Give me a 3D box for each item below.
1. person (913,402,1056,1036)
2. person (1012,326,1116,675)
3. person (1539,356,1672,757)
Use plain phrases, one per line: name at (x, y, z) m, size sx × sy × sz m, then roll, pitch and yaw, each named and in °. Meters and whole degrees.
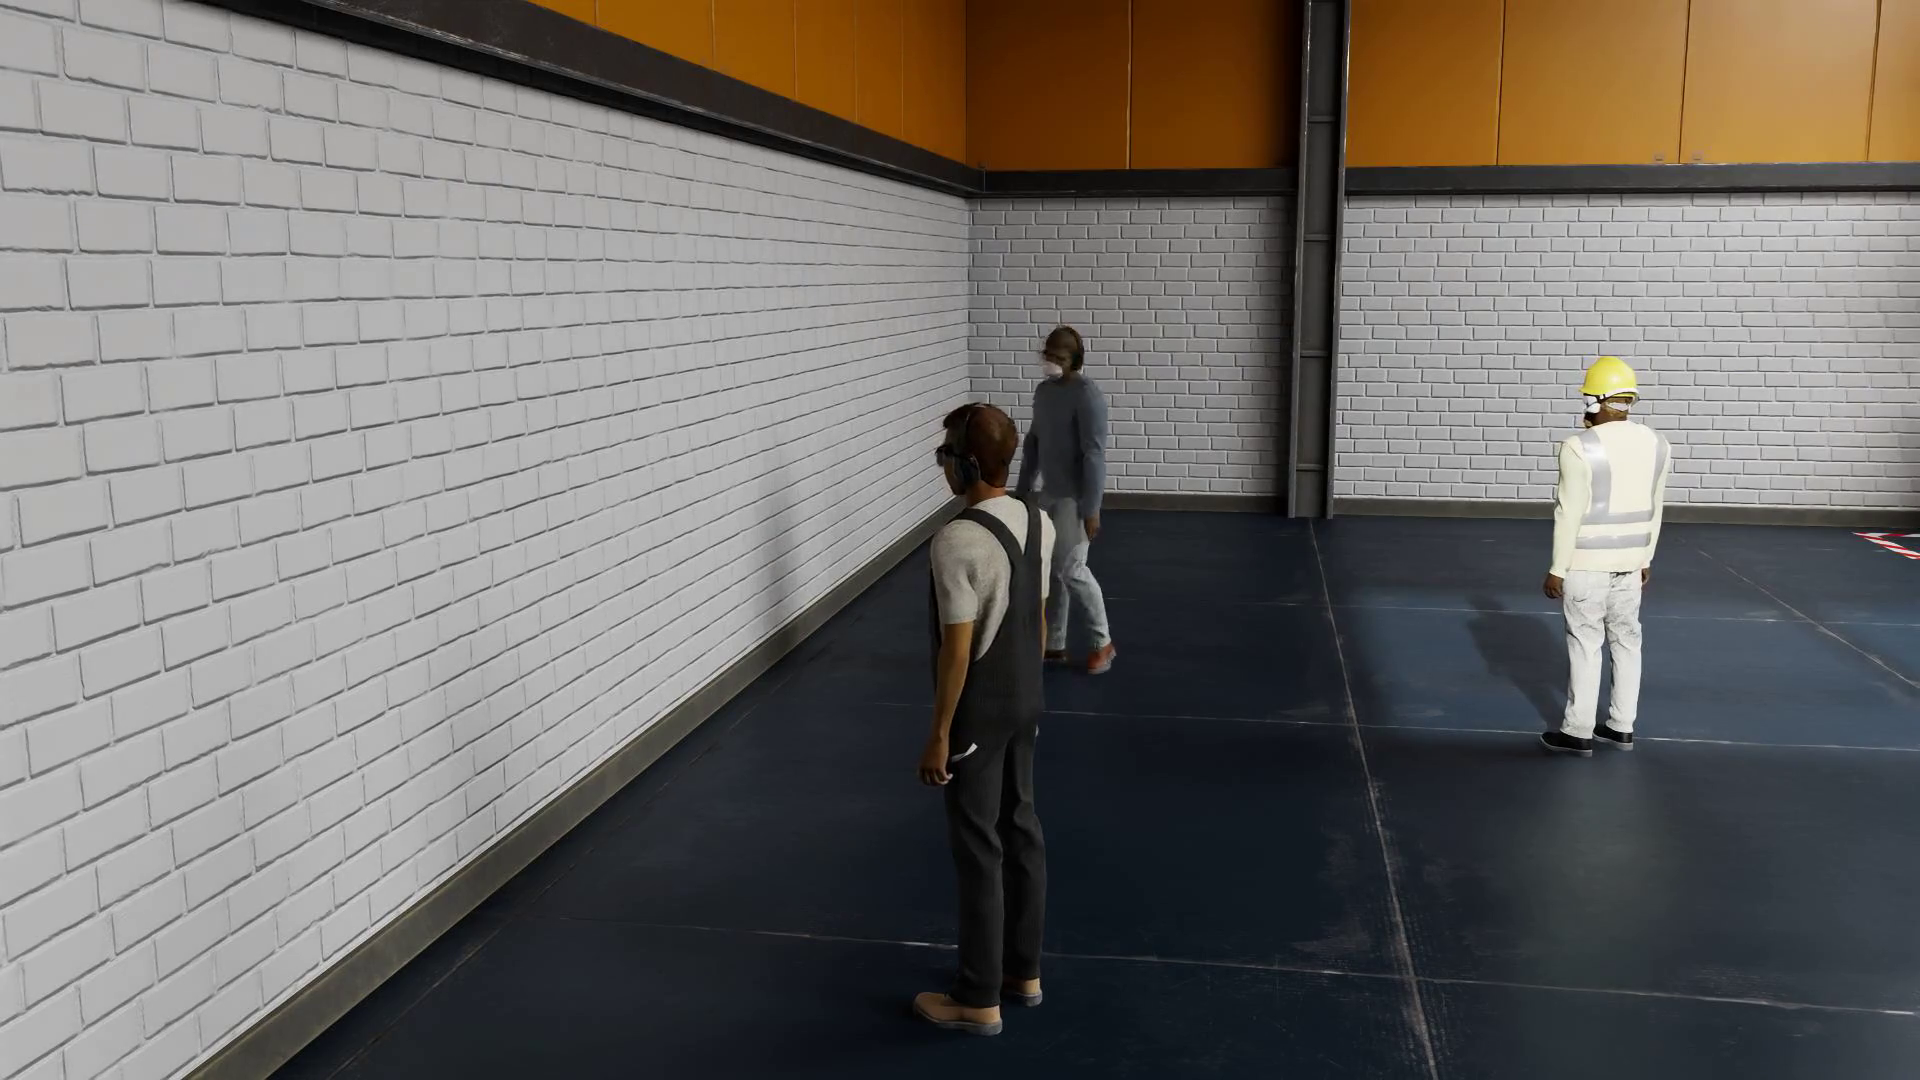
person at (0.076, 0.520, 4.871) m, size 0.331 × 1.845 × 0.510 m, roll 7°, pitch 11°, yaw 36°
person at (0.591, -0.223, 9.289) m, size 0.509 × 1.918 × 0.744 m, roll -3°, pitch 10°, yaw -20°
person at (2.933, 0.081, 7.627) m, size 0.586 × 1.833 × 0.403 m, roll -4°, pitch 10°, yaw -22°
